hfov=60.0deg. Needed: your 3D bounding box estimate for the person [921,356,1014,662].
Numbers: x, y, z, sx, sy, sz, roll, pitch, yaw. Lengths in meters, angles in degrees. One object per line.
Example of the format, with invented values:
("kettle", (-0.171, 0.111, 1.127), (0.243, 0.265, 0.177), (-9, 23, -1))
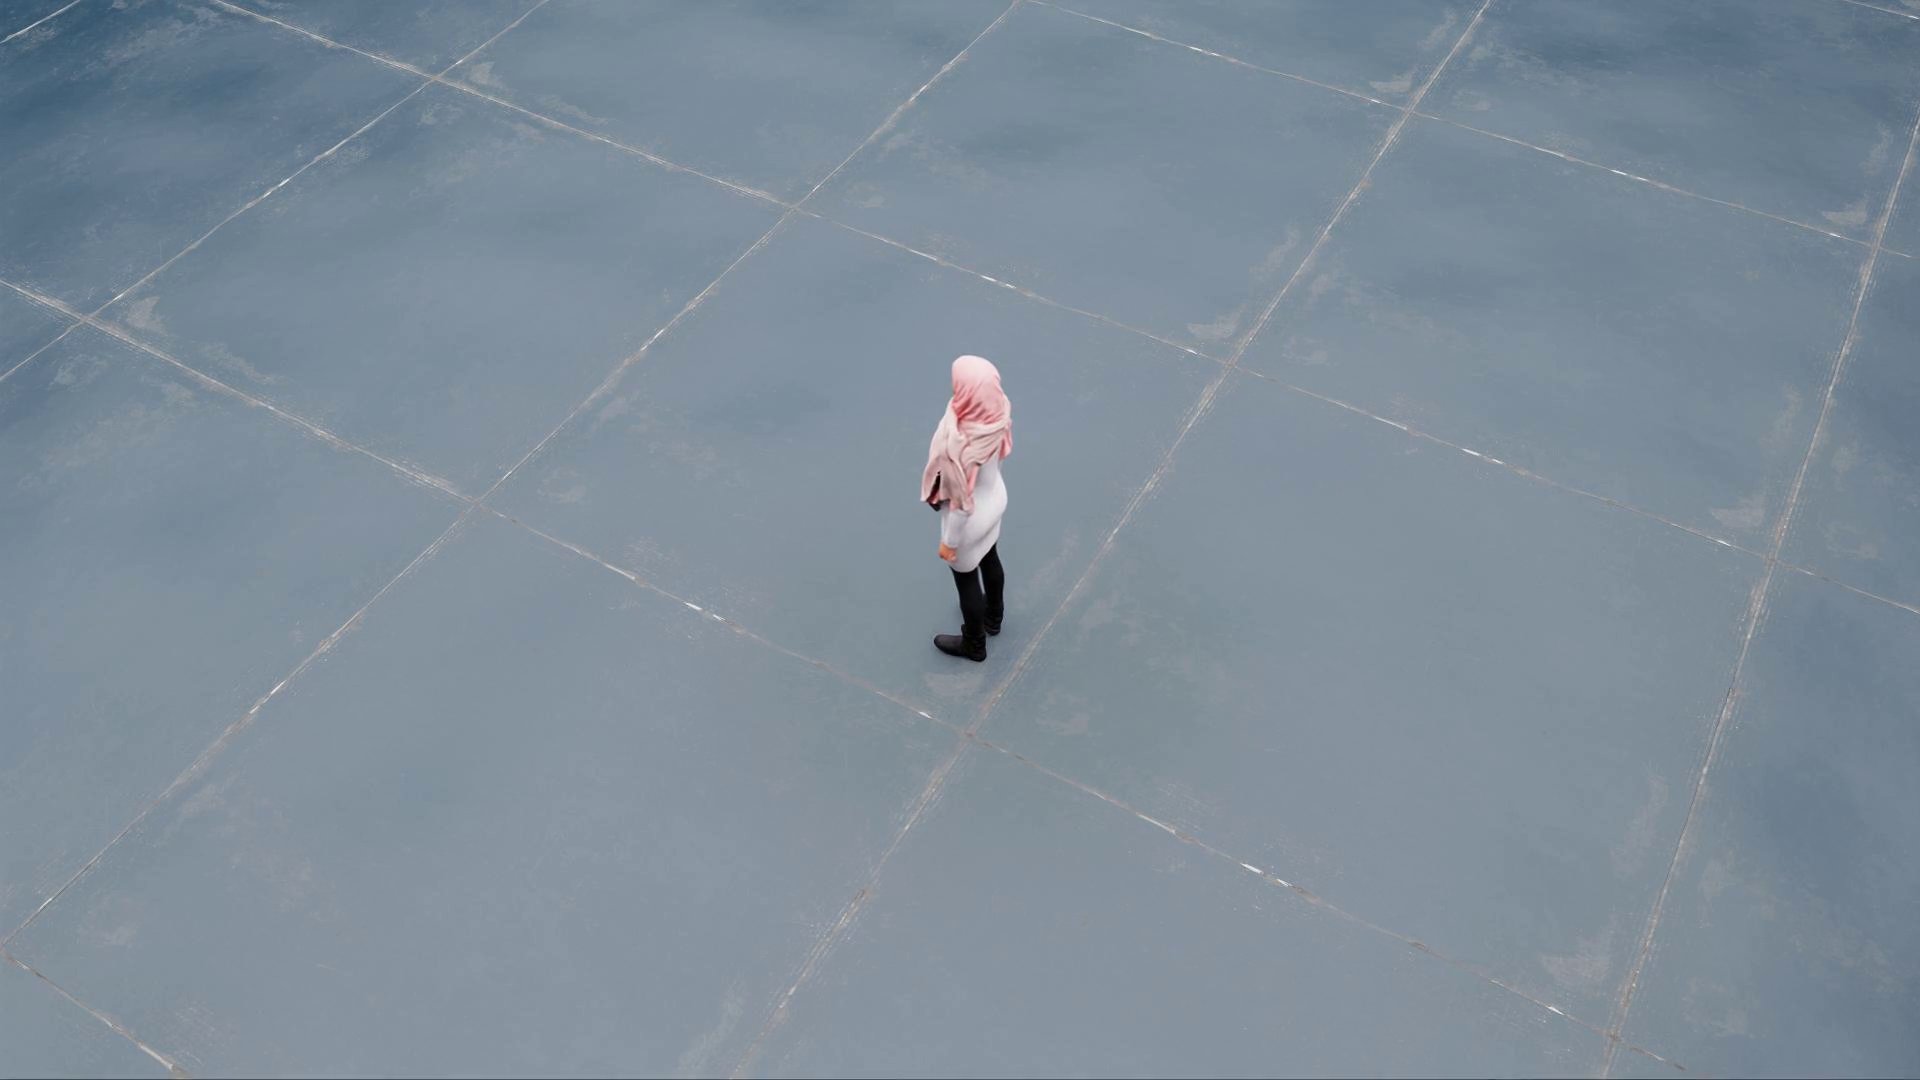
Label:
("person", (0.059, -0.125, 7.455), (0.569, 1.803, 0.615), (25, 52, 21))
